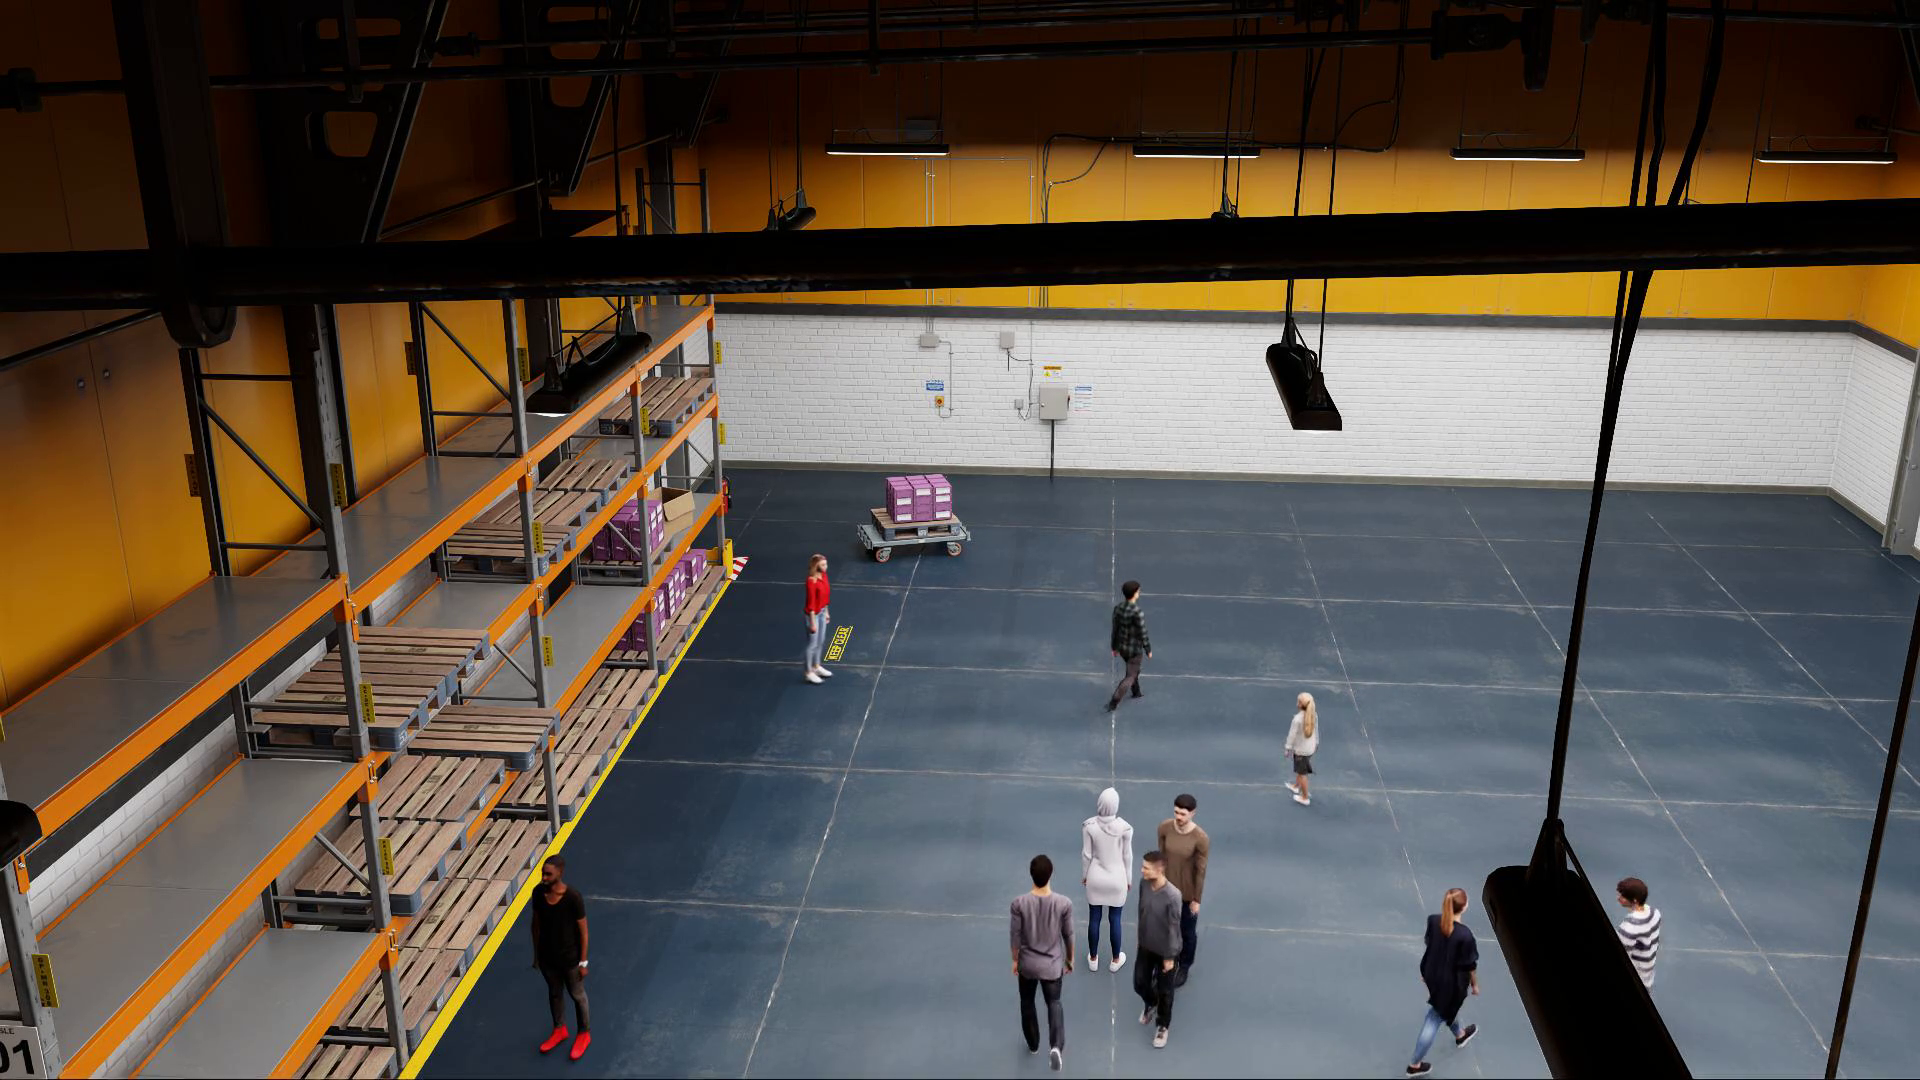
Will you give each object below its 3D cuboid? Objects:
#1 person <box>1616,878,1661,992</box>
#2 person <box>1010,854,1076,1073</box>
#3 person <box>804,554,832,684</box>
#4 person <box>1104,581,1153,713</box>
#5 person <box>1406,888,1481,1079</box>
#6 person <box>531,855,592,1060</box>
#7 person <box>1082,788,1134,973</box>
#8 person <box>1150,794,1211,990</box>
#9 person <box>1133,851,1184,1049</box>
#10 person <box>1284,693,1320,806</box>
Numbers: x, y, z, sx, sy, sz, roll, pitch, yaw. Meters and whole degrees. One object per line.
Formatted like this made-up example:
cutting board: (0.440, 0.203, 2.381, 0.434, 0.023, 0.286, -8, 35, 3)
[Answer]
person: (5.412, 3.518, 13.295, 0.974, 1.825, 1.127, -12, 22, -31)
person: (0.651, 3.458, 13.467, 0.730, 1.829, 0.964, 0, 19, 0)
person: (-1.818, 0.969, 21.067, 0.753, 1.697, 0.608, 8, 20, 23)
person: (2.057, 1.341, 20.381, 1.092, 1.694, 1.109, -12, 22, -31)
person: (3.836, 3.596, 13.360, 1.100, 1.636, 1.113, -11, 22, -31)
person: (-3.272, 3.397, 13.687, 0.700, 1.804, 0.614, 6, 20, 19)
person: (1.307, 3.029, 14.826, 0.628, 1.776, 0.550, 4, 19, 11)
person: (1.975, 3.045, 14.625, 0.818, 1.874, 0.895, 11, 22, 30)
person: (1.680, 3.354, 13.895, 0.745, 1.753, 0.800, 13, 22, 33)
person: (3.740, 2.261, 17.910, 0.728, 1.262, 0.800, -12, 22, -33)
